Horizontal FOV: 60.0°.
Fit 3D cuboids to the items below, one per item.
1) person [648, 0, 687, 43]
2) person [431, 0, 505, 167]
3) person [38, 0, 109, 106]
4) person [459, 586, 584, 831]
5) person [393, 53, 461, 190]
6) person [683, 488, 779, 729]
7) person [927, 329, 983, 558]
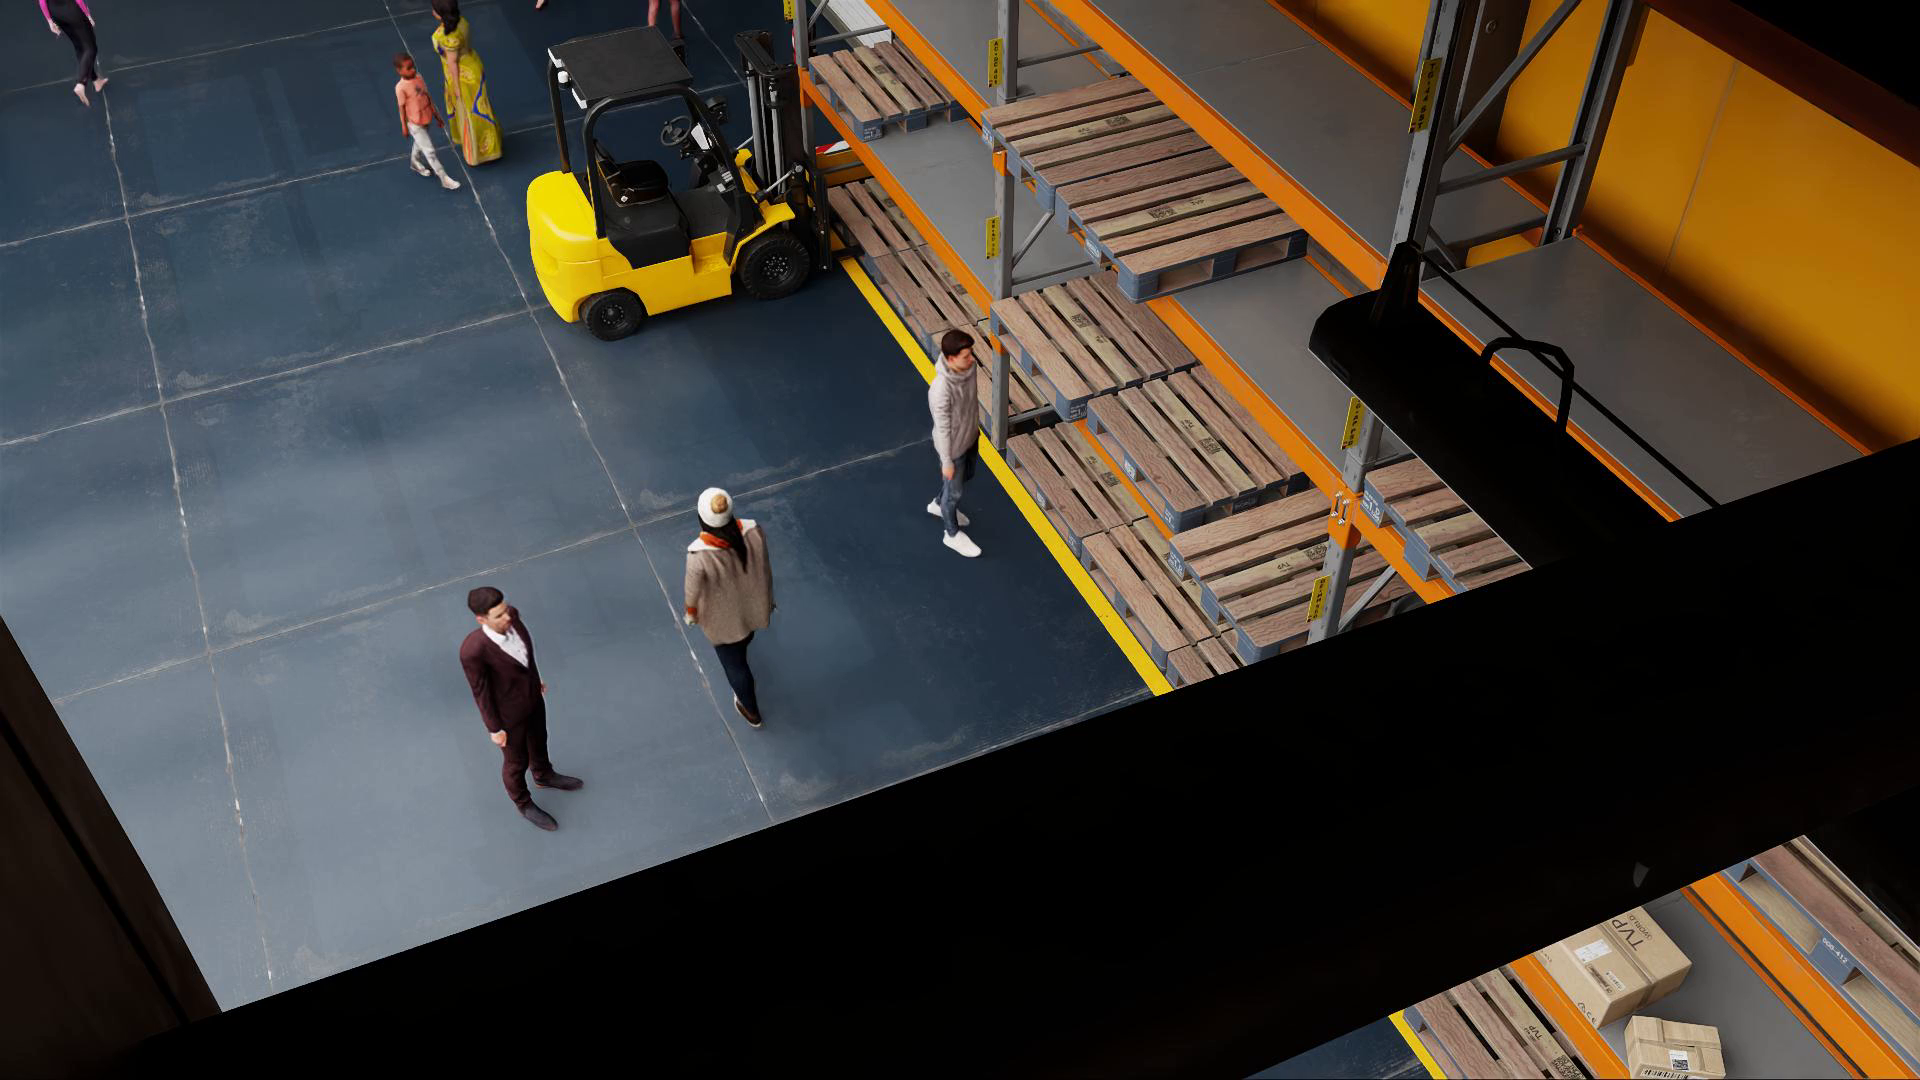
[{"bbox_3d":[-3.096,-5.725,16.977,0.936,1.682,1.055,8,44,9],"label":"person"},{"bbox_3d":[-4.621,-4.324,15.528,1.056,1.652,0.902,-1,44,-1],"label":"person"},{"bbox_3d":[-8.741,-5.079,16.264,0.848,1.730,1.067,1,44,1],"label":"person"},{"bbox_3d":[-2.640,0.953,9.834,0.834,1.866,0.770,13,45,14],"label":"person"},{"bbox_3d":[-5.040,-3.891,15.342,0.934,1.282,0.815,20,47,20],"label":"person"},{"bbox_3d":[-1.380,0.451,10.368,0.828,1.856,1.098,-26,49,-25],"label":"person"},{"bbox_3d":[-0.059,-0.716,11.596,0.959,1.852,0.895,20,47,19],"label":"person"}]
